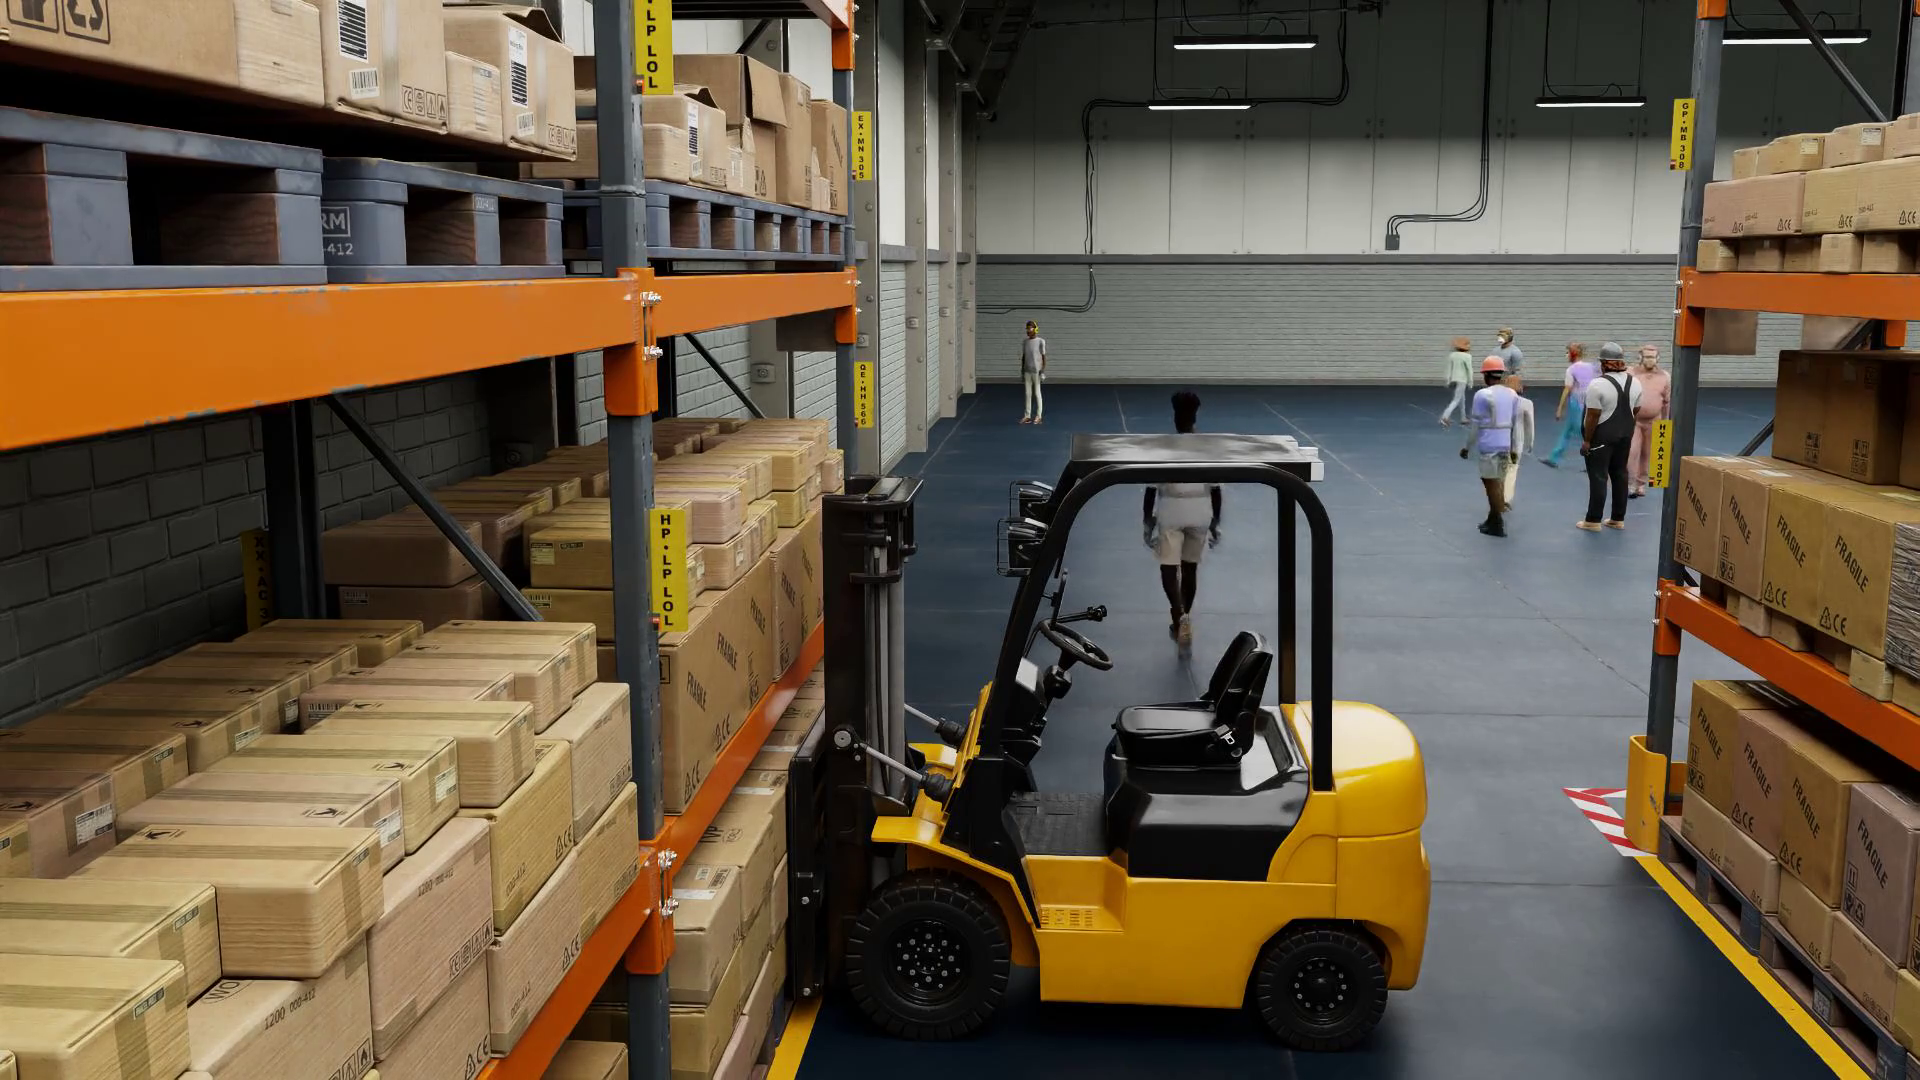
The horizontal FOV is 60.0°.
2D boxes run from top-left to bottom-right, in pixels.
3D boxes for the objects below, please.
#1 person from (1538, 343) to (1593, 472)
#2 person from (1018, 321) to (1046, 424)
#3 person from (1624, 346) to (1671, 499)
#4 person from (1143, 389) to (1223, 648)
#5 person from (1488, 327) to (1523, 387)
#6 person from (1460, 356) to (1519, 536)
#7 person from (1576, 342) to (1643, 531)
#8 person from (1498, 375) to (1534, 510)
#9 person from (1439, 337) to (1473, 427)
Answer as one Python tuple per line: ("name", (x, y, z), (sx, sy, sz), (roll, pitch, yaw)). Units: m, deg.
("person", (8.555, -1.843, 23.191), (0.577, 1.779, 0.994), (-9, 13, -43))
("person", (1.317, -3.034, 30.143), (0.514, 1.871, 0.327), (7, 12, 37))
("person", (8.417, -1.431, 20.401), (0.678, 1.870, 0.914), (2, 10, 11))
("person", (1.687, -0.156, 12.497), (0.611, 1.943, 0.805), (-1, 9, -6))
("person", (8.264, -2.272, 25.318), (0.367, 1.940, 0.634), (-4, 10, -23))
("person", (5.629, -0.999, 17.698), (0.535, 1.906, 0.590), (-5, 11, -30))
("person", (6.985, -1.121, 18.037), (0.675, 2.000, 0.536), (-4, 10, -21))
("person", (6.499, -1.157, 19.638), (0.518, 1.584, 0.872), (4, 10, 25))
("person", (8.850, -2.805, 29.584), (0.805, 1.602, 0.512), (-4, 10, -24))
